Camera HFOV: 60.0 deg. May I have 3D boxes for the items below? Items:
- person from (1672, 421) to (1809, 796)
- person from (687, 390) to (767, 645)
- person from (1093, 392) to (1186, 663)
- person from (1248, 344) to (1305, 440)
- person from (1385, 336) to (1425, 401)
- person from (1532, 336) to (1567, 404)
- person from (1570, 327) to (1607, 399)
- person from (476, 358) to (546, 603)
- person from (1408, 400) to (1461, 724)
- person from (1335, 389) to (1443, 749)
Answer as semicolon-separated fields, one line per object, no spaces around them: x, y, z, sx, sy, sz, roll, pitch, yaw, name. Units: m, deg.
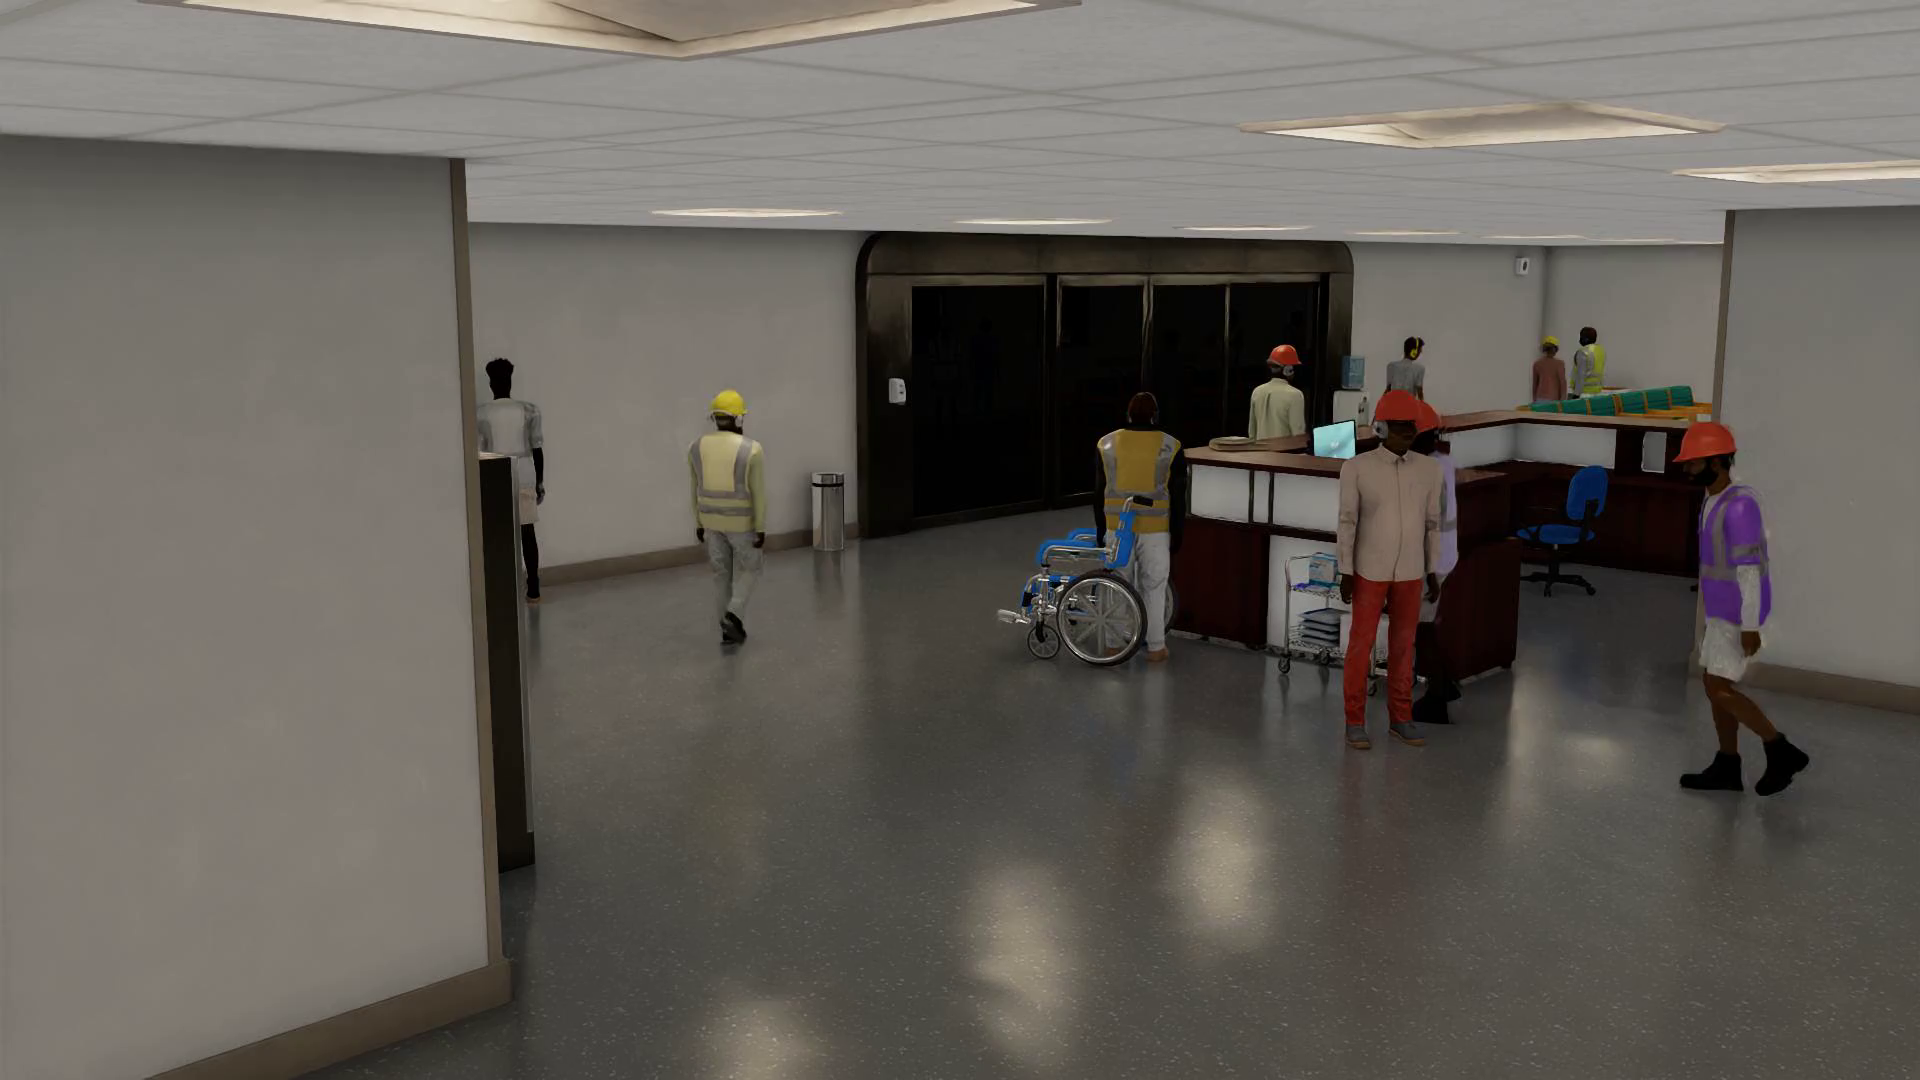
3.877;0.357;8.352;0.642;1.901;0.576;2;9;9;person
-1.621;-0.140;11.636;0.600;1.815;0.471;3;10;17;person
1.211;-0.082;11.260;0.633;1.835;0.429;2;10;14;person
2.816;-0.726;14.696;0.395;1.994;0.612;-6;11;-34;person
5.347;-1.535;20.117;0.552;1.847;0.415;6;11;31;person
8.030;-1.927;22.817;0.589;1.740;0.548;-6;11;-31;person
8.872;-2.097;23.581;0.627;1.842;0.429;-8;12;-39;person
-3.576;-0.452;13.130;0.600;1.958;0.379;-5;10;-26;person
2.709;0.133;9.717;0.460;1.900;0.574;4;10;25;person
2.386;0.162;9.246;0.611;1.997;0.375;-2;9;-11;person
